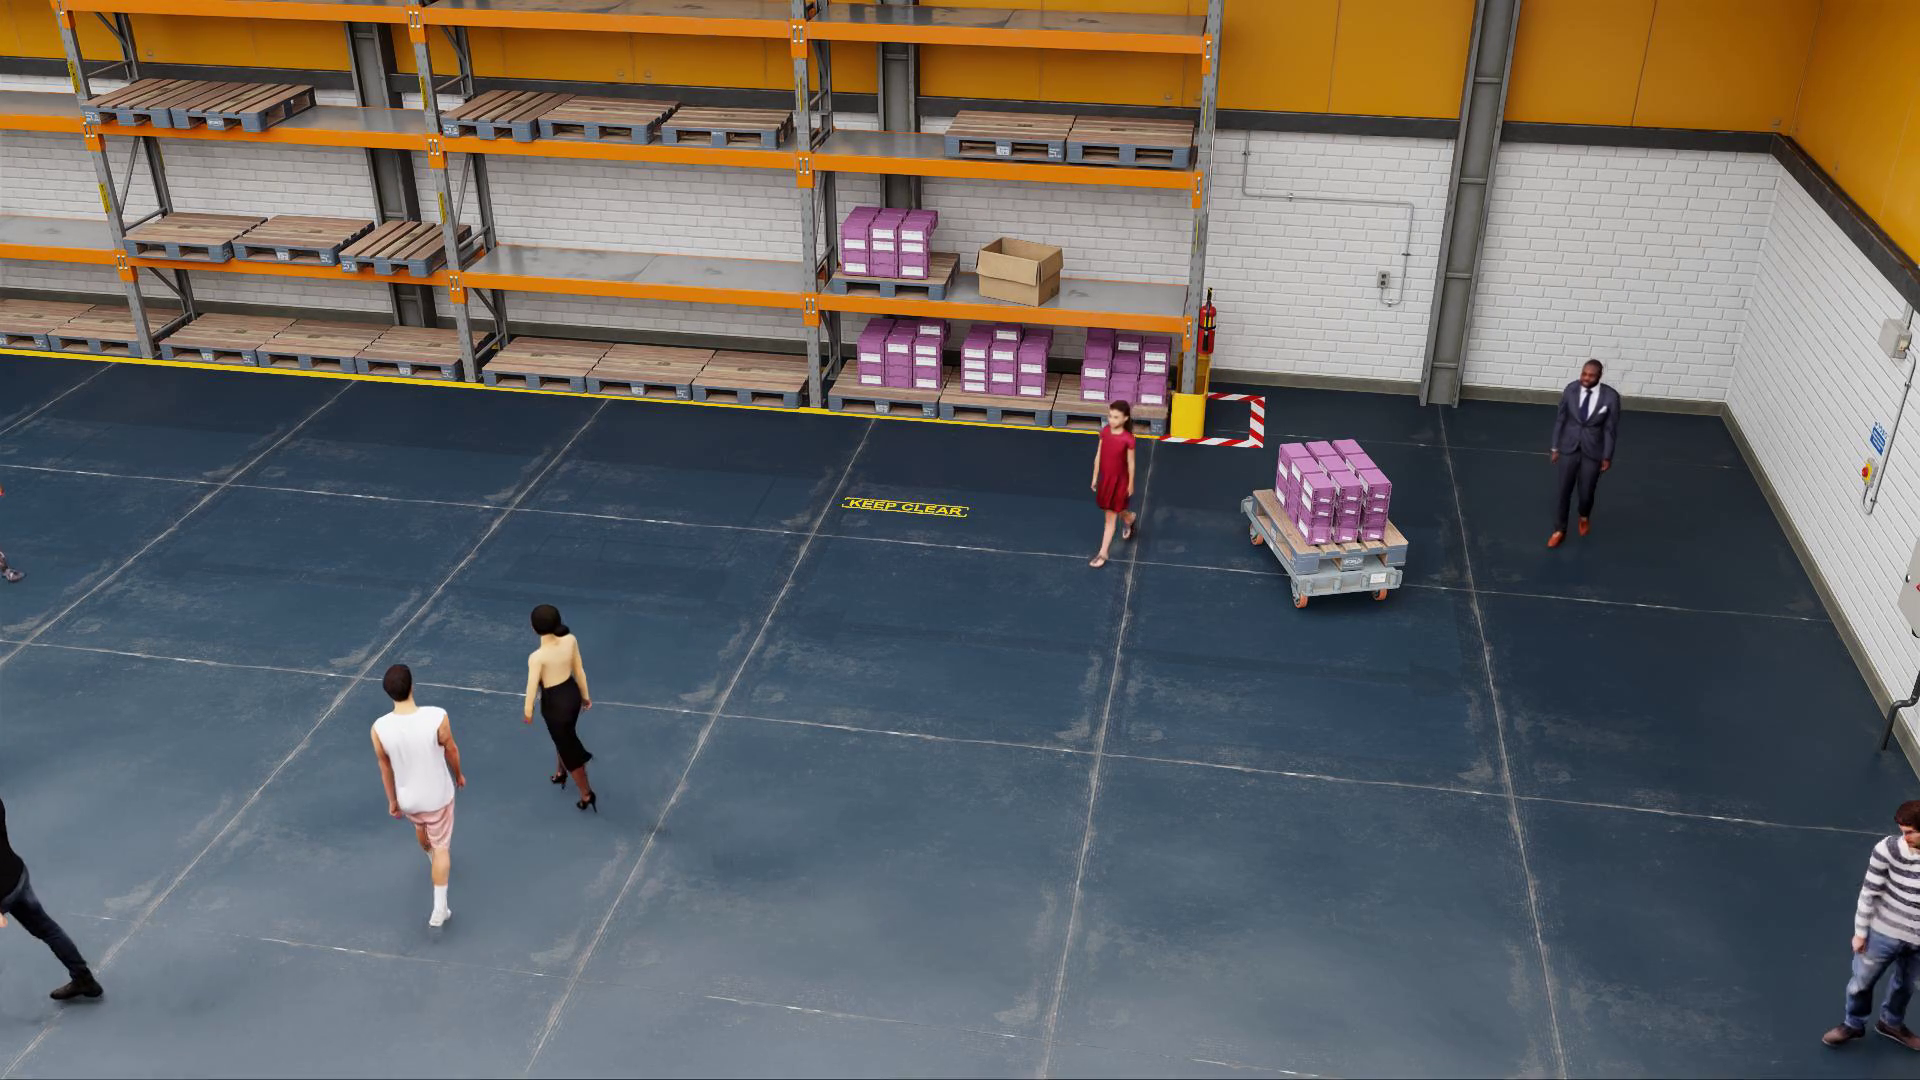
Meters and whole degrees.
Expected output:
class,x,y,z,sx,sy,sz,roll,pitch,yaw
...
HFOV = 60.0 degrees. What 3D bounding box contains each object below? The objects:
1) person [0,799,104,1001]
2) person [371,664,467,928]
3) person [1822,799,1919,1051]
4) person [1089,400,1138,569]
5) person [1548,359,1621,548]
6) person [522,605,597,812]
class,x,y,z,sx,sy,sz,roll,pitch,yaw
person,-5.569,2.047,9.799,1.273,1.842,0.868,-2,29,-4
person,-3.427,1.655,10.609,1.157,1.755,0.933,-4,29,-7
person,5.432,2.219,9.516,0.561,1.811,0.874,1,29,2
person,1.418,-0.566,14.914,1.021,1.531,0.921,21,35,33
person,5.656,-0.816,15.080,0.846,1.810,0.920,18,33,29
person,-2.713,1.202,11.561,0.871,1.638,0.756,17,33,28
